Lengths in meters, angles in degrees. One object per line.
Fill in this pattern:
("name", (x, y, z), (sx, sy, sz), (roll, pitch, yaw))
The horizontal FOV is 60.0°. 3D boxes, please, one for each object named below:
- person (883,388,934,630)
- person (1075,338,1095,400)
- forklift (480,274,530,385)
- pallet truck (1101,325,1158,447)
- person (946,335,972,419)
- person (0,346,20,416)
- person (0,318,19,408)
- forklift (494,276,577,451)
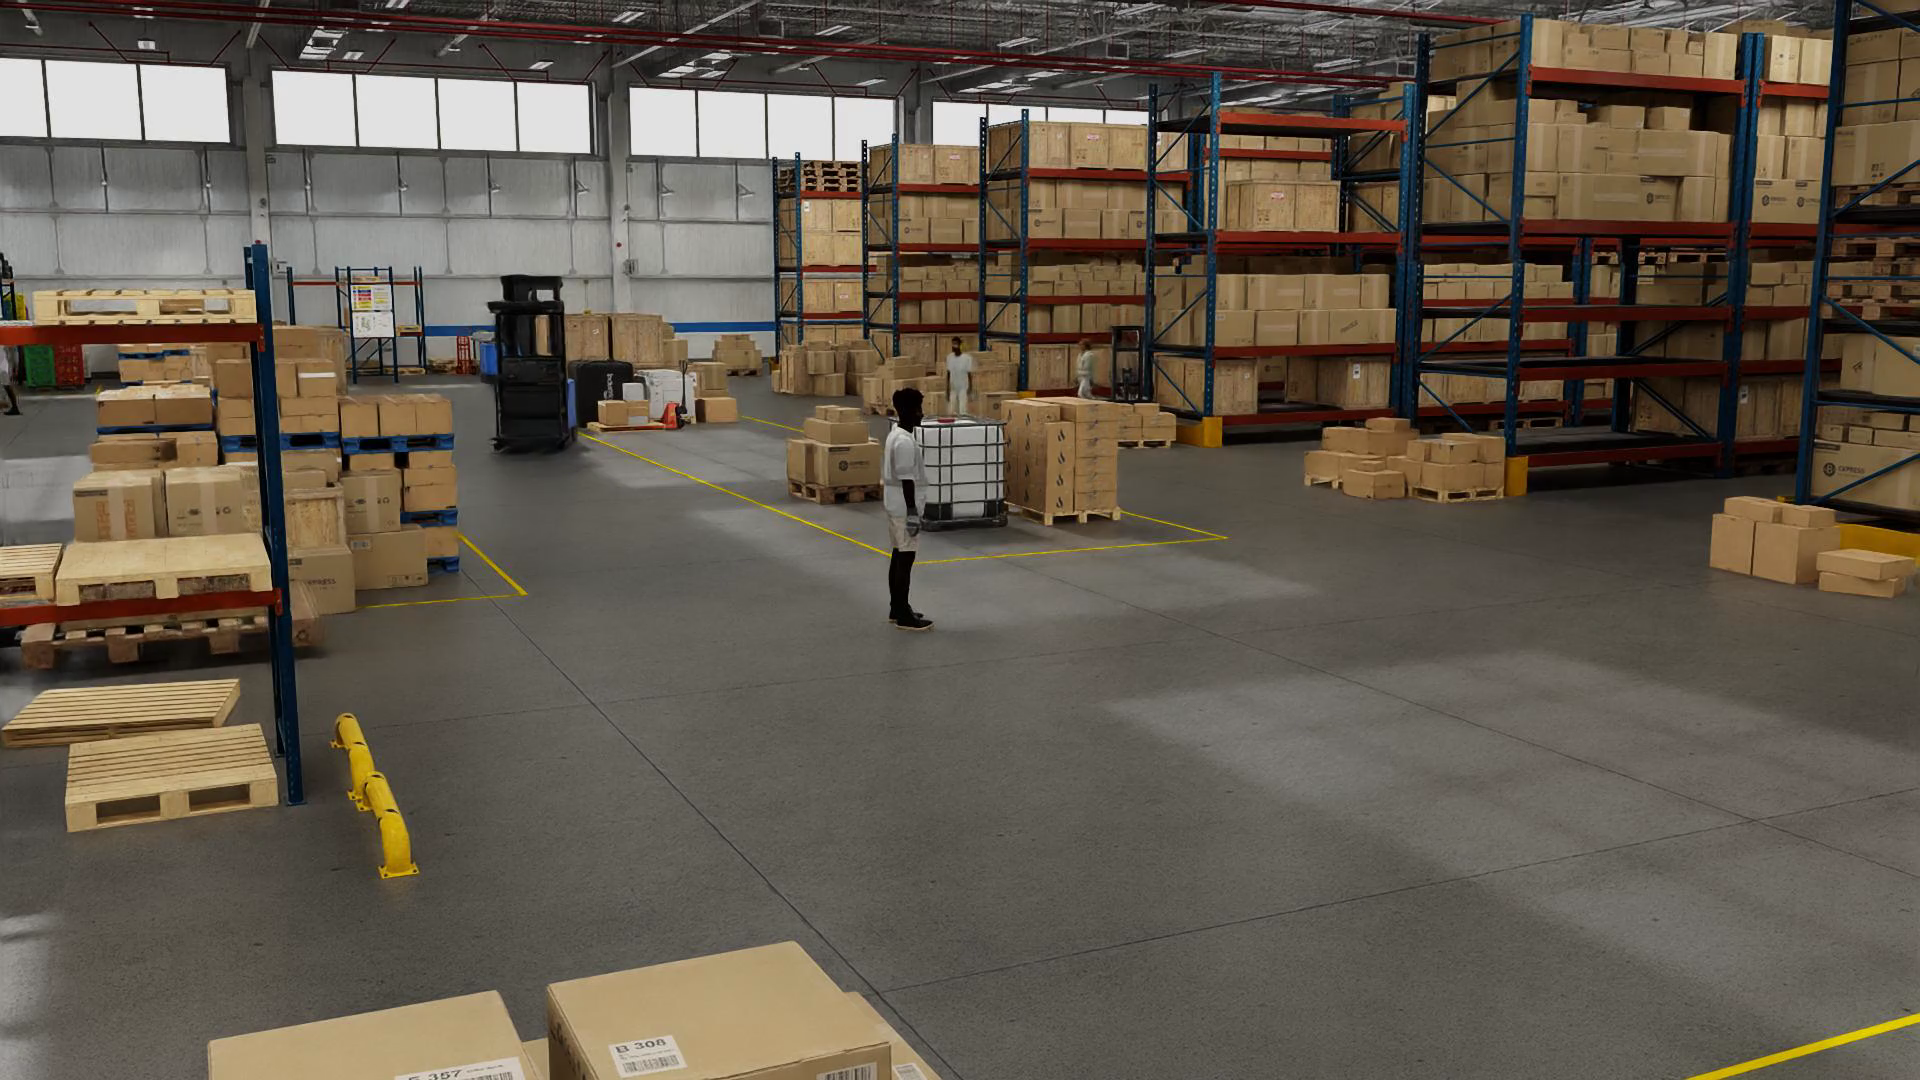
("person", (-0.433, -0.256, 13.500), (0.367, 1.966, 0.603), (-2, 9, -12))
("person", (2.488, -3.146, 32.535), (0.770, 1.612, 0.523), (-4, 10, -24))
("forklift", (-11.253, -5.376, 42.442), (1.873, 2.768, 1.129), (-4, 10, -25))
("pallet truck", (2.881, -2.596, 27.923), (0.823, 1.965, 1.885), (-1, 9, -7))
("person", (0.002, -2.491, 27.746), (0.547, 1.848, 0.457), (6, 11, 33))
("person", (-19.381, -3.406, 33.279), (0.951, 1.883, 0.543), (-9, 13, -44))
("person", (-20.315, -3.750, 35.301), (0.642, 1.916, 0.804), (-7, 11, -35))
("forklift", (-6.976, -2.932, 27.280), (1.129, 2.768, 1.873), (-1, 9, -6))
